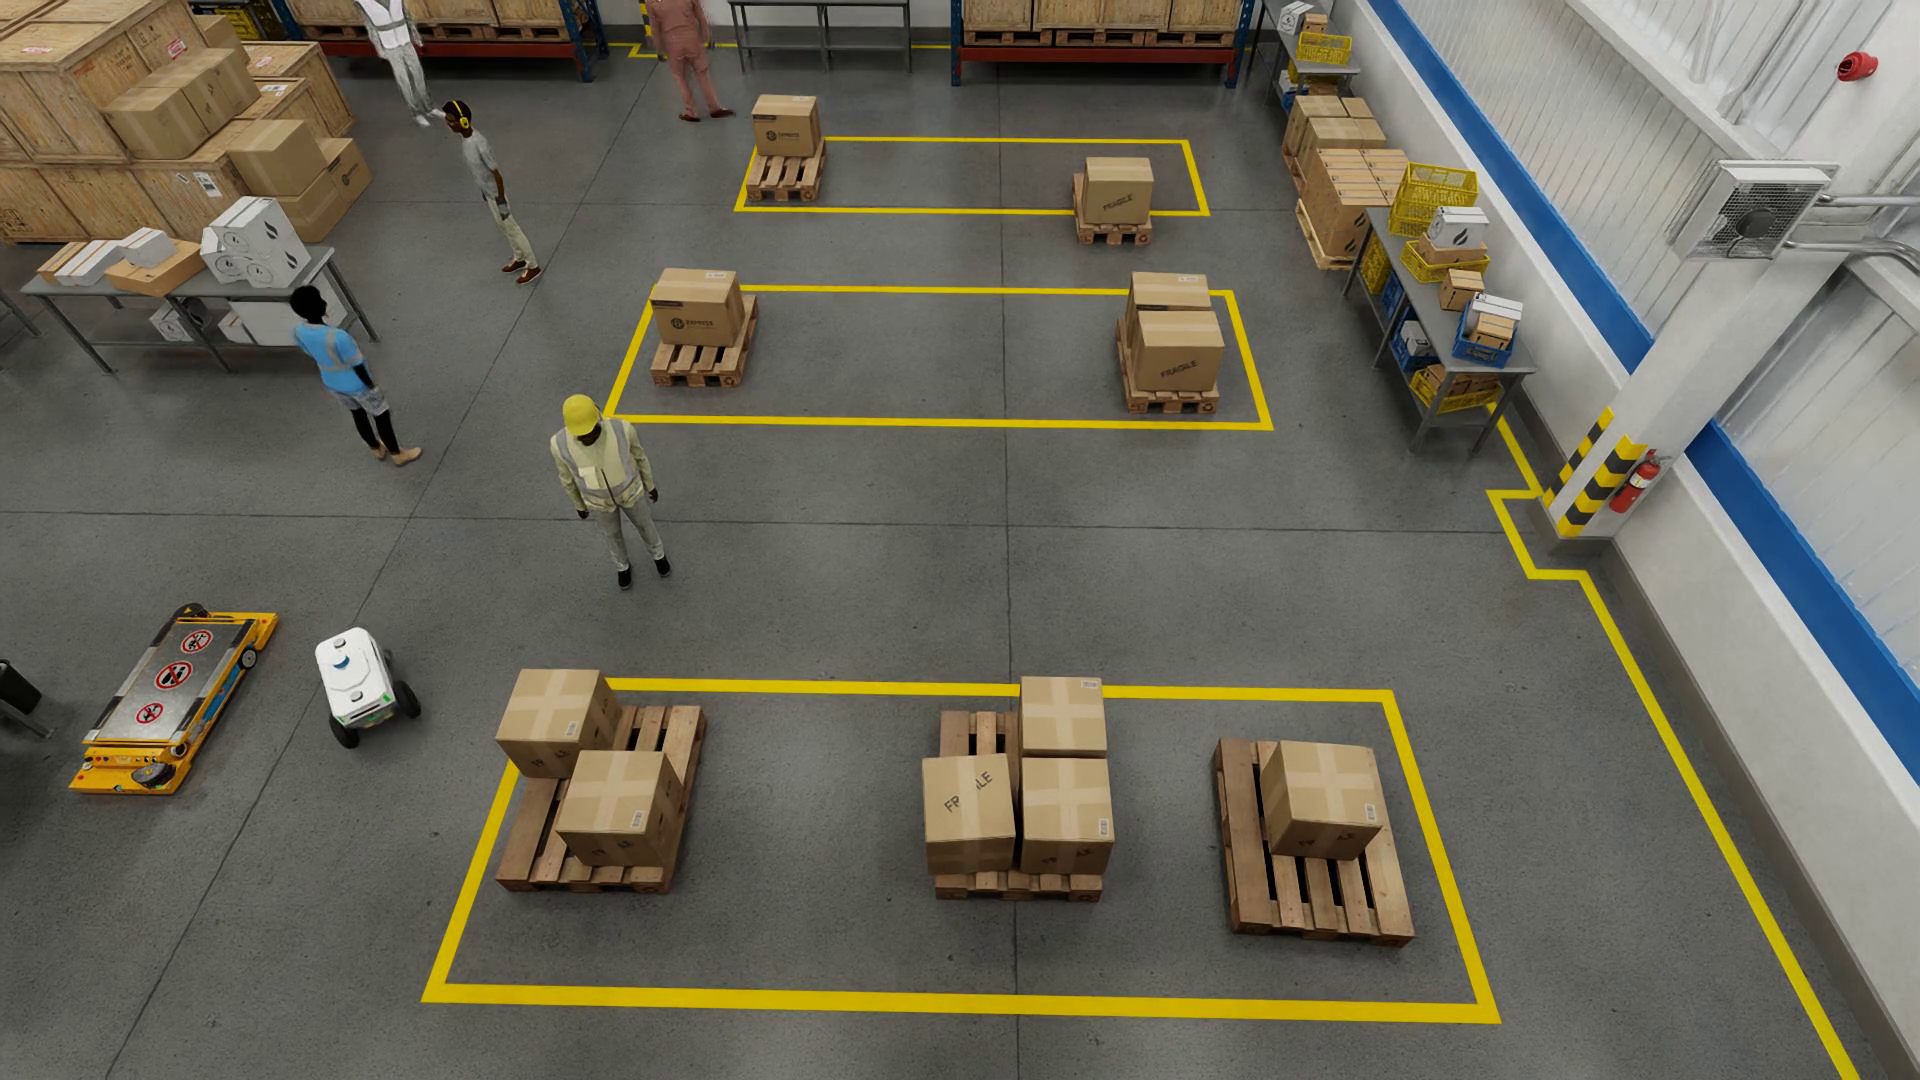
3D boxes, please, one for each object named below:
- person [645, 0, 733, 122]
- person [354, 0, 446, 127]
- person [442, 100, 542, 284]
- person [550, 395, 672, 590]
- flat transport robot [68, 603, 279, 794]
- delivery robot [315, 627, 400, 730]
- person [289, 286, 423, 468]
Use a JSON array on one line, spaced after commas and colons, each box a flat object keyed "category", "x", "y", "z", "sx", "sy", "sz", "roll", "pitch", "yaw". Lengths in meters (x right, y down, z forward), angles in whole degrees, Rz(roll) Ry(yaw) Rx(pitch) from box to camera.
[{"category": "person", "x": -3.459, "y": -6.311, "z": 11.661, "sx": 0.841, "sy": 1.863, "sz": 0.398, "roll": -12, "pitch": 51, "yaw": -10}, {"category": "person", "x": -7.095, "y": -6.244, "z": 11.574, "sx": 0.412, "sy": 1.905, "sz": 0.587, "roll": 26, "pitch": 55, "yaw": 21}, {"category": "person", "x": -4.735, "y": -3.493, "z": 9.266, "sx": 0.329, "sy": 1.870, "sz": 0.511, "roll": -36, "pitch": 58, "yaw": -26}, {"category": "person", "x": -2.502, "y": -0.339, "z": 6.621, "sx": 0.599, "sy": 1.827, "sz": 0.404, "roll": -17, "pitch": 52, "yaw": -14}, {"category": "flat transport robot", "x": -5.504, "y": 1.072, "z": 6.442, "sx": 0.652, "sy": 0.197, "sz": 1.431, "roll": 1, "pitch": 50, "yaw": 1}, {"category": "delivery robot", "x": -4.161, "y": 0.944, "z": 6.306, "sx": 0.477, "sy": 0.478, "sz": 0.707, "roll": -28, "pitch": 55, "yaw": -22}, {"category": "person", "x": -5.003, "y": -1.313, "z": 7.540, "sx": 0.550, "sy": 1.691, "sz": 0.320, "roll": 17, "pitch": 52, "yaw": 14}]
